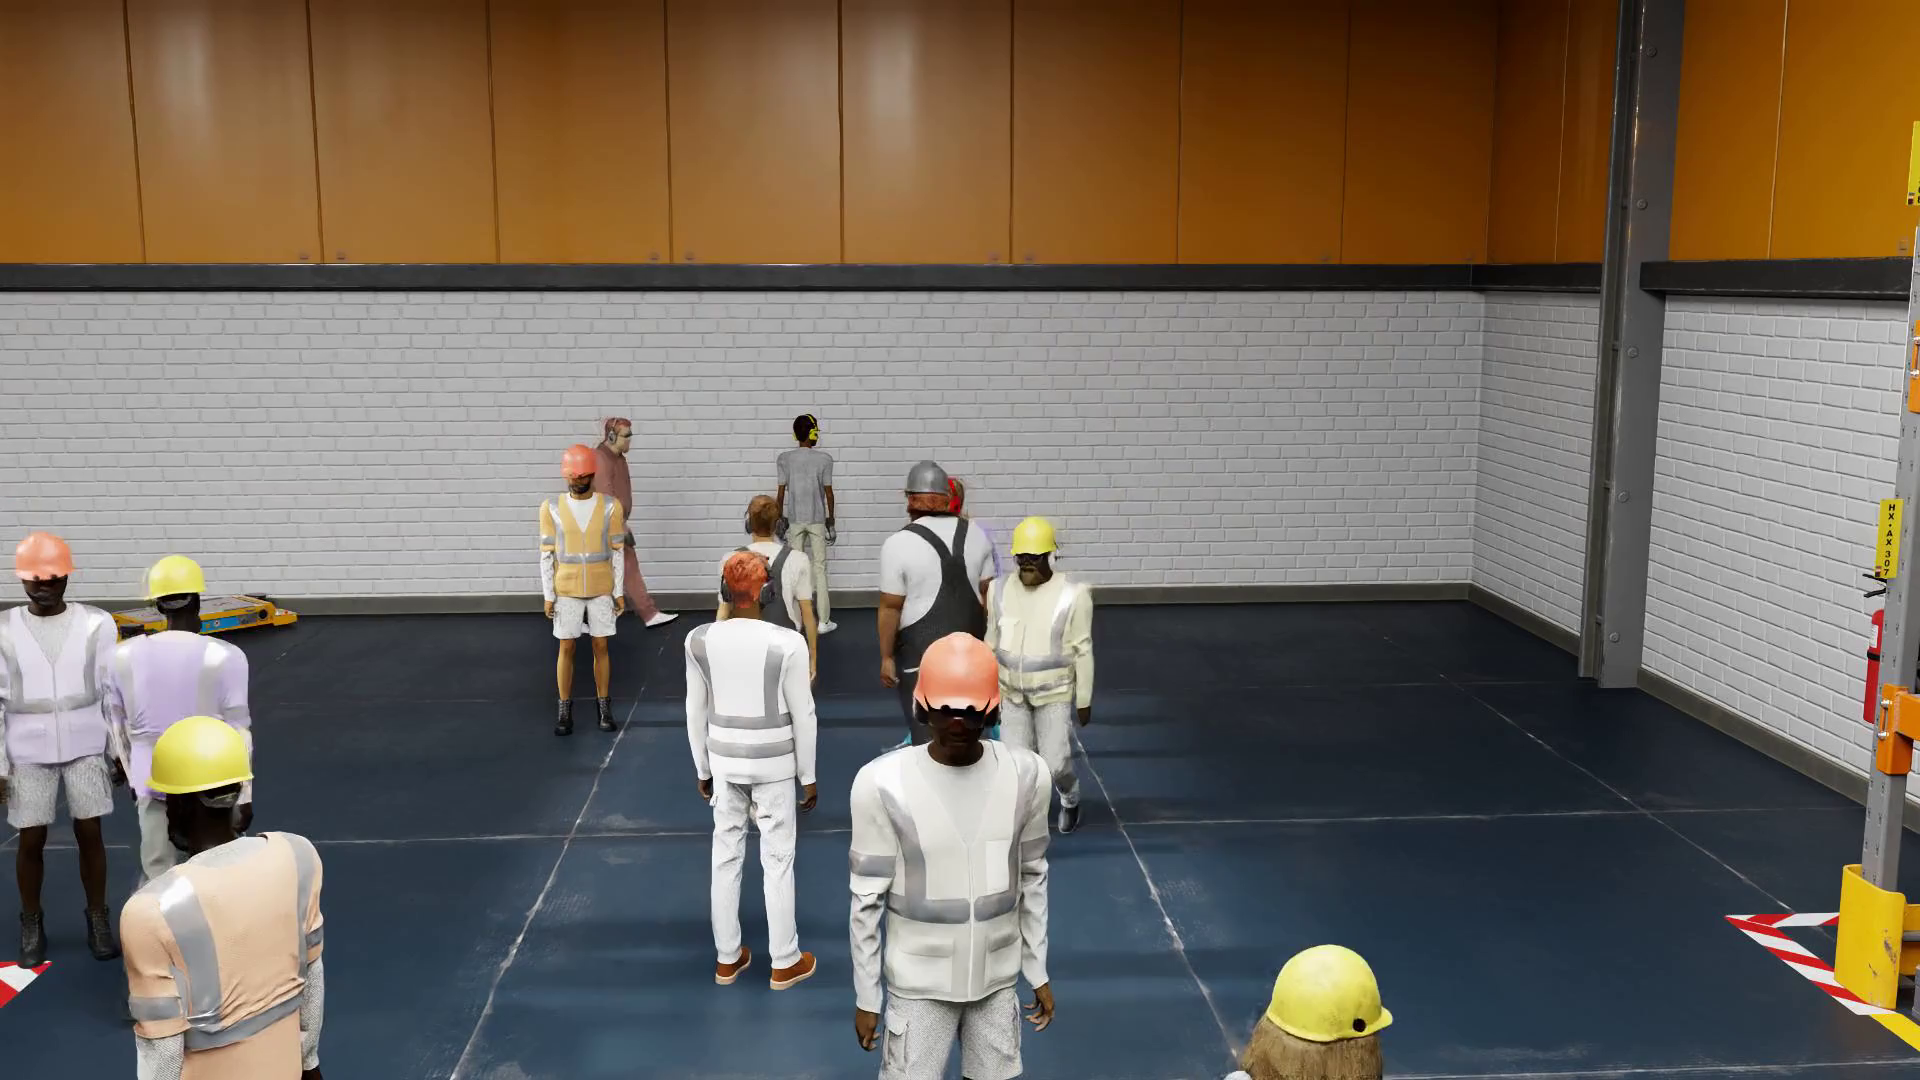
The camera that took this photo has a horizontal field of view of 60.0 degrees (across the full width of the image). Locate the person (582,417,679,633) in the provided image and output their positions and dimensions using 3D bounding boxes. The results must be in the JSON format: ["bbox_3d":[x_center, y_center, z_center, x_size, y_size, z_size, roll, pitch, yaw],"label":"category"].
[{"bbox_3d":[-2.931,-0.107,14.020,1.057,1.841,0.632,2,9,10],"label":"person"}]

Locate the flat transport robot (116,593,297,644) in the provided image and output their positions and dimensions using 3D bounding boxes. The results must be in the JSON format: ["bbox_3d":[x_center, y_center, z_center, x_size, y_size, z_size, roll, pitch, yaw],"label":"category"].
[{"bbox_3d":[-6.452,0.667,14.067,0.652,0.197,1.431,8,12,40],"label":"flat transport robot"}]

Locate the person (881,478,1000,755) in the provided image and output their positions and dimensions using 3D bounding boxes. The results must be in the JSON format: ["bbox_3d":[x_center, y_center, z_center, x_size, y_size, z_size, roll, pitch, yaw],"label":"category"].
[{"bbox_3d":[-0.060,0.516,10.247,0.915,1.794,0.567,-5,10,-28],"label":"person"}]

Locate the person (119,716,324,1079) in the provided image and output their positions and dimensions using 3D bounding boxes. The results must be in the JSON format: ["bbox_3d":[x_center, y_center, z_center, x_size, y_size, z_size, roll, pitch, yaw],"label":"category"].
[{"bbox_3d":[-1.893,1.398,4.292,0.373,1.925,0.595,4,10,22],"label":"person"}]

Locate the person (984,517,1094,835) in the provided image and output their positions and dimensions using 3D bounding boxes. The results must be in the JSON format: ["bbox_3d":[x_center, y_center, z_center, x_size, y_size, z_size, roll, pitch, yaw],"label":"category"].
[{"bbox_3d":[0.416,0.763,8.648,0.584,1.812,0.576,4,10,23],"label":"person"}]

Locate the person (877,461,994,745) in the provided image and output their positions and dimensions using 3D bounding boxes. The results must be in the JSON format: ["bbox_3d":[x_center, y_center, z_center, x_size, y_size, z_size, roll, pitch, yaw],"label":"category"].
[{"bbox_3d":[-0.166,0.548,9.273,0.758,2.000,0.582,-6,11,-35],"label":"person"}]

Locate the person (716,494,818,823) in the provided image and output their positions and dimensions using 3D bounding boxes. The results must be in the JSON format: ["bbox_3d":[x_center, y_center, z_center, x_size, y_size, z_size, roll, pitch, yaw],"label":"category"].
[{"bbox_3d":[-1.089,0.656,9.276,0.547,1.825,0.453,-3,9,-16],"label":"person"}]

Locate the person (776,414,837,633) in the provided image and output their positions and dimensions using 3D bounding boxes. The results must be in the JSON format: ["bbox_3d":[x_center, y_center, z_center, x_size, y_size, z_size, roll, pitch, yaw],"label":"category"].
[{"bbox_3d":[-1.302,-0.132,14.102,0.519,1.865,0.335,1,9,8],"label":"person"}]

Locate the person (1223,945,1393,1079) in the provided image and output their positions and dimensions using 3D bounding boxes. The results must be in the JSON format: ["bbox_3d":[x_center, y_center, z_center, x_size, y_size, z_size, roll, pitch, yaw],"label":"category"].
[{"bbox_3d":[0.759,1.644,3.427,0.767,1.717,0.491,-6,11,-34],"label":"person"}]

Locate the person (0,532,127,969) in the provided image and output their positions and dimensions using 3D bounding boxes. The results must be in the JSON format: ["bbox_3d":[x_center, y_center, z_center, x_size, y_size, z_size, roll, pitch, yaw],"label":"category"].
[{"bbox_3d":[-3.956,0.917,7.290,0.551,1.936,0.377,-6,11,-32],"label":"person"}]

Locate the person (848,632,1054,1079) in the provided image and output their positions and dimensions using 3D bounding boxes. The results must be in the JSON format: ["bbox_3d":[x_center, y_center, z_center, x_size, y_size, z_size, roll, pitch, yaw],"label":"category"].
[{"bbox_3d":[-0.008,1.259,4.808,0.613,2.039,0.393,-3,10,-18],"label":"person"}]

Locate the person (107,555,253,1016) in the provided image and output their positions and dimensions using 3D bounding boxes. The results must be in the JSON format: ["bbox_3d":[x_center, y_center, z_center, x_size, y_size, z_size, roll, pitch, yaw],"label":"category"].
[{"bbox_3d":[-3.280,0.995,7.050,0.601,1.867,0.979,-1,9,-3],"label":"person"}]

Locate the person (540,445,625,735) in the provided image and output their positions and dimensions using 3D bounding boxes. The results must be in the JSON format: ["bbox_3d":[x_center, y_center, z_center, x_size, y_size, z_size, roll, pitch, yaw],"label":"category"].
[{"bbox_3d":[-2.482,0.328,10.994,0.548,1.931,0.379,-3,9,-16],"label":"person"}]

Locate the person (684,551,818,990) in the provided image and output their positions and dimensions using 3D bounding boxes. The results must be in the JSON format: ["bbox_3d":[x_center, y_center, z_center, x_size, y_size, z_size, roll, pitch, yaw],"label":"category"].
[{"bbox_3d":[-0.874,0.978,7.073,0.576,1.883,0.355,2,9,15],"label":"person"}]
